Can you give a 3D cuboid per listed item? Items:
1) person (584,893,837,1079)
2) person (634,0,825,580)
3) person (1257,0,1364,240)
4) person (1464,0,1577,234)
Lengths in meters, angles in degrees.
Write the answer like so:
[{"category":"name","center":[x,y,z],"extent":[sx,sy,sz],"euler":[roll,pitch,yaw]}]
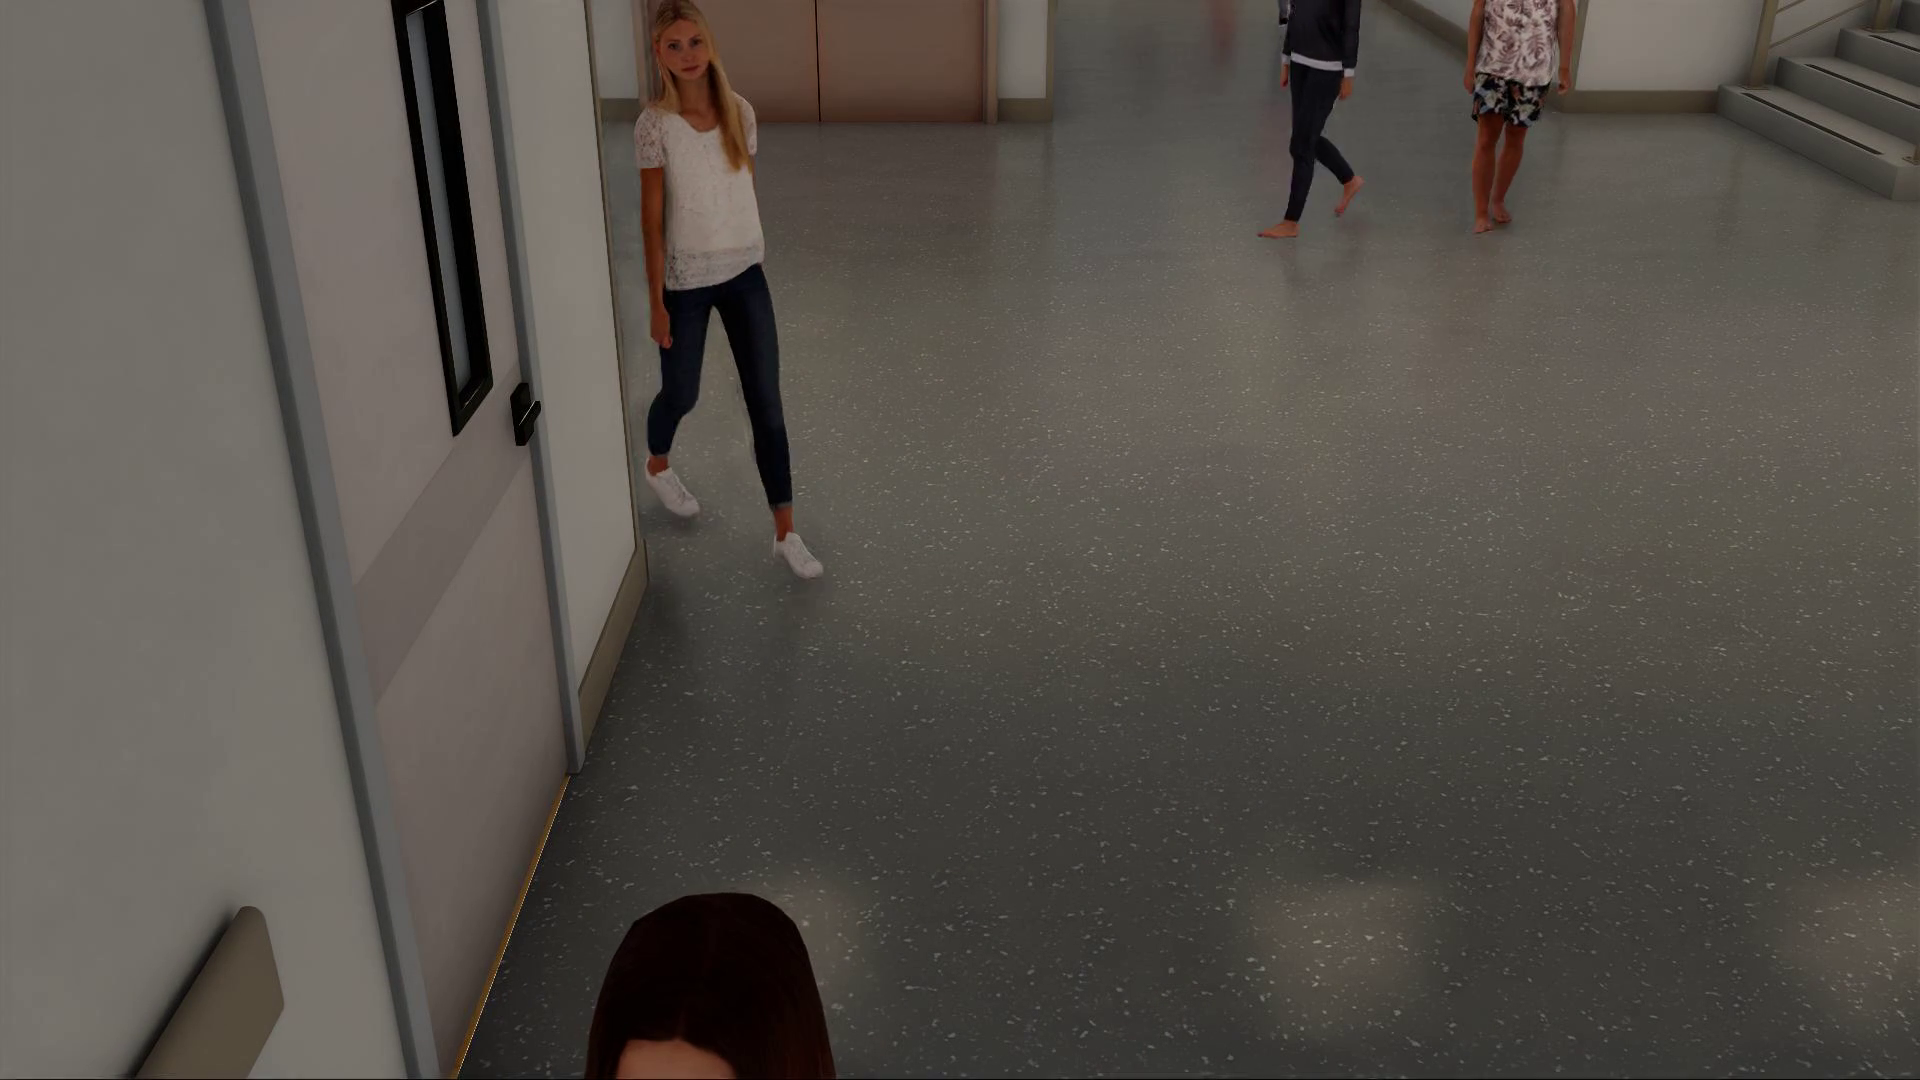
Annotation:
[{"category":"person","center":[-0.182,1.036,1.597],"extent":[0.461,1.713,0.665],"euler":[1,26,2]},{"category":"person","center":[-0.861,-0.782,5.312],"extent":[1.172,1.761,1.134],"euler":[-20,32,-35]},{"category":"person","center":[1.987,-2.526,8.946],"extent":[1.154,1.746,0.956],"euler":[-14,29,-26]},{"category":"person","center":[3.004,-2.596,9.047],"extent":[0.999,1.785,0.840],"euler":[3,26,6]}]
